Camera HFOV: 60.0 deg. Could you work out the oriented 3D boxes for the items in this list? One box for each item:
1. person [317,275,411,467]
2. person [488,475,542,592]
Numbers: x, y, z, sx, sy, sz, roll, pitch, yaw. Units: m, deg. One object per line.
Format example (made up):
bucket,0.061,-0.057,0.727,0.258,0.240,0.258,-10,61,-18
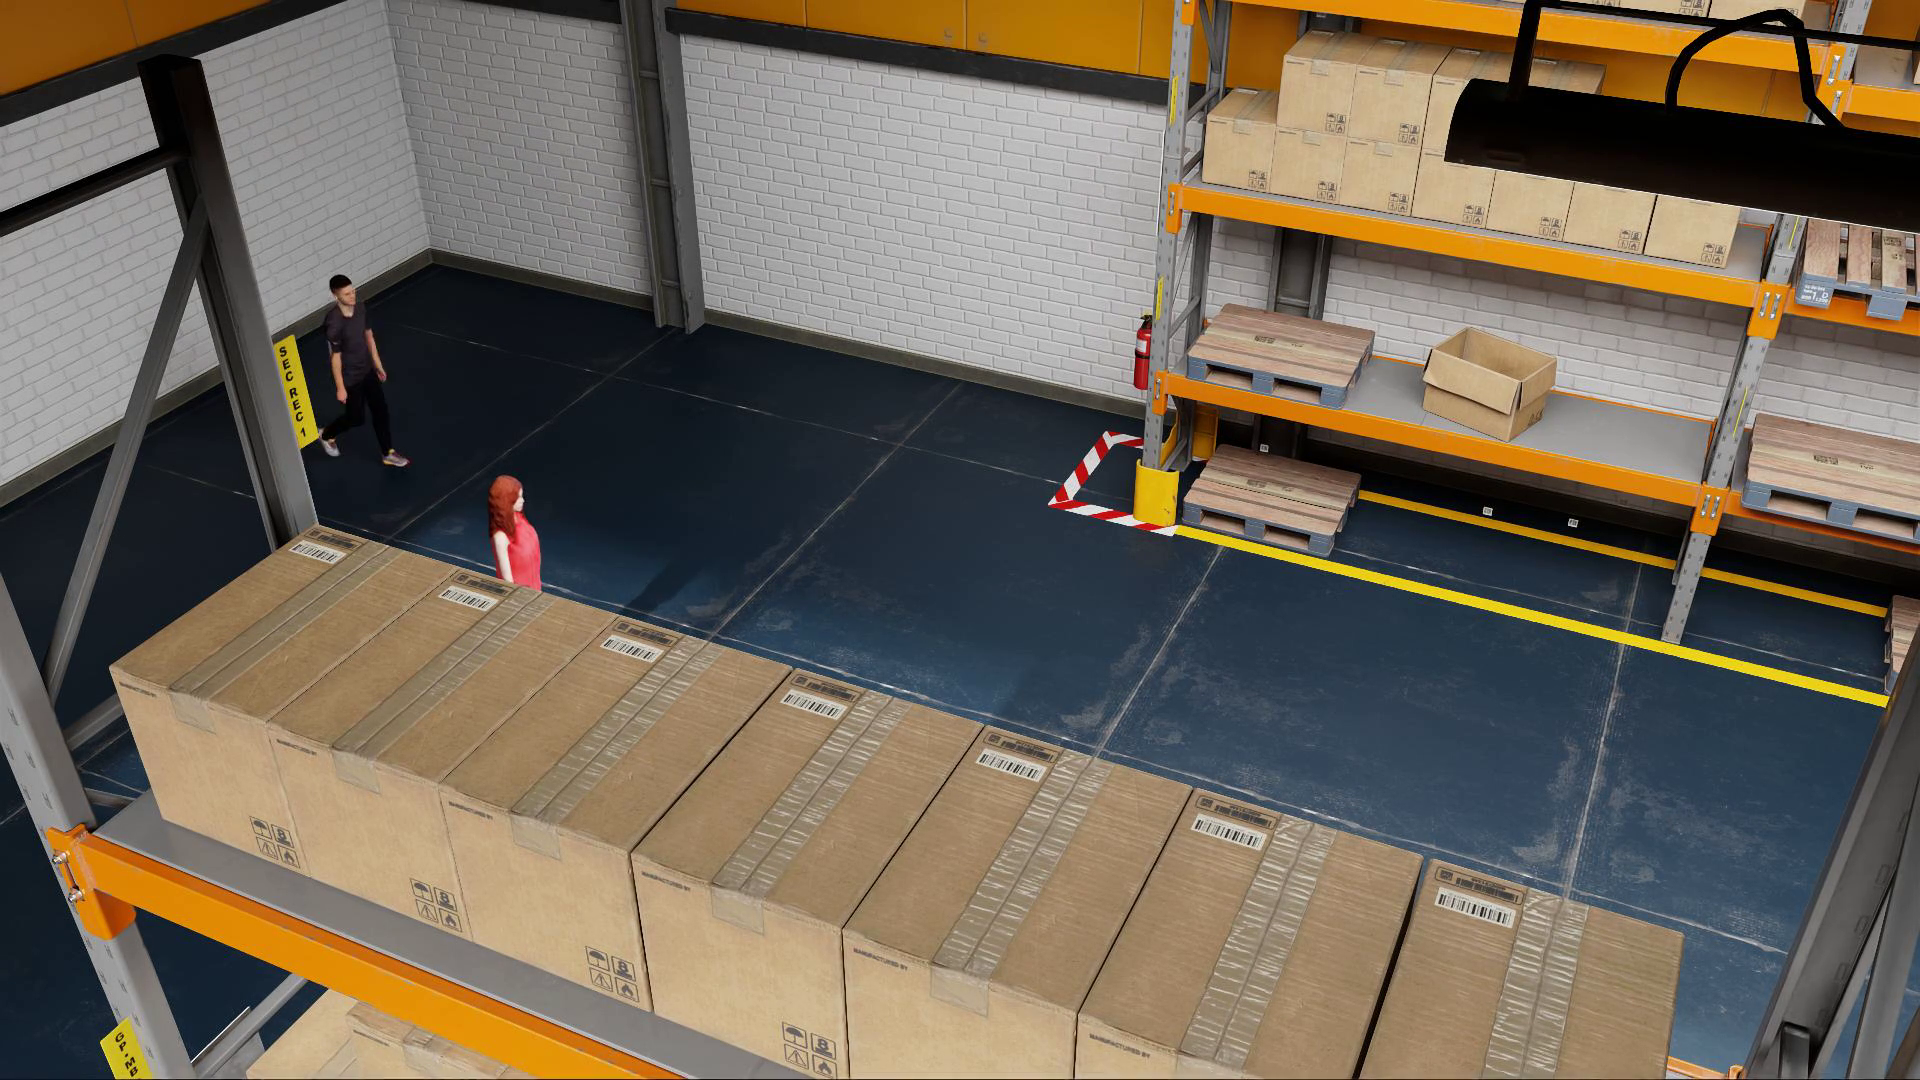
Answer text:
person,-5.005,-1.354,13.565,1.004,1.739,0.750,8,35,12
person,-2.895,0.350,10.925,0.646,1.824,0.664,0,34,0
